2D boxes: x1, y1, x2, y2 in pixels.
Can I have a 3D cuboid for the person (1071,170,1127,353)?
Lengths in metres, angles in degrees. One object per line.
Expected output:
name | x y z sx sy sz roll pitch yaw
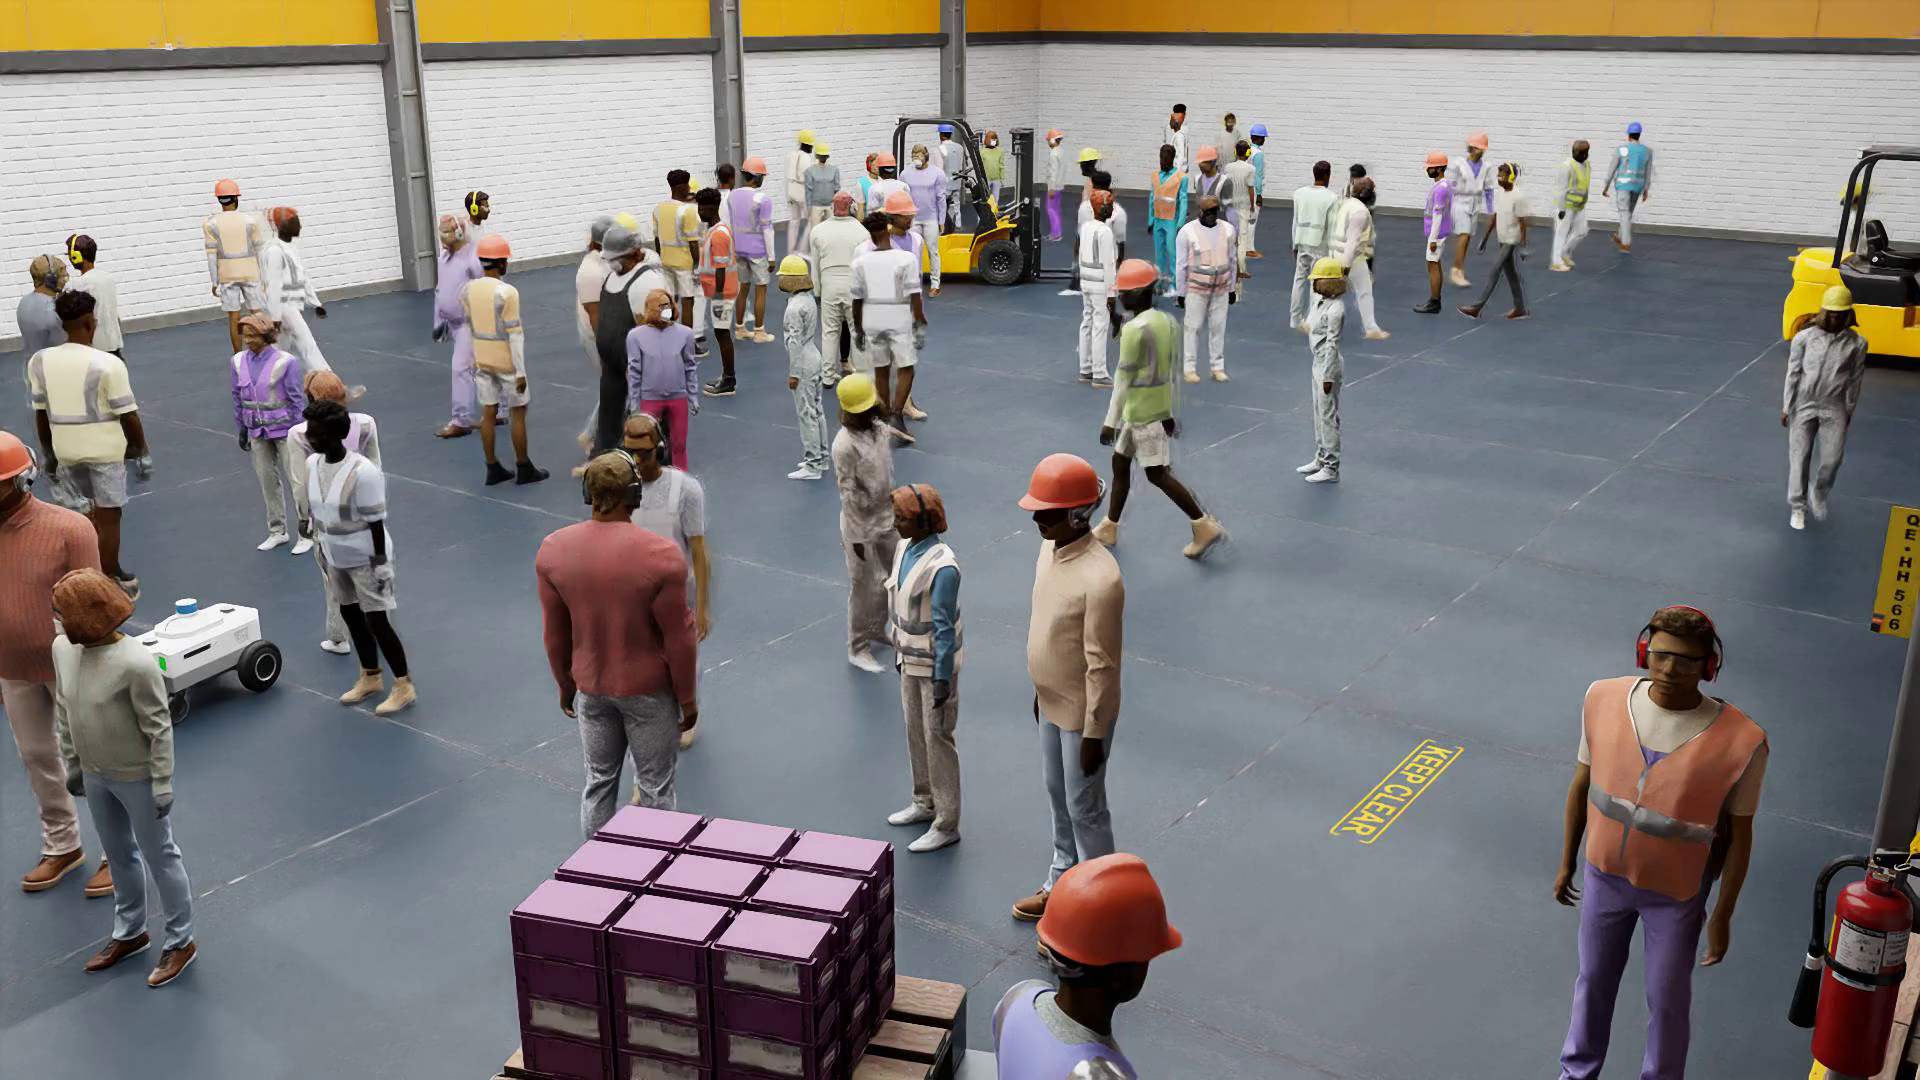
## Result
person | 1.536 -2.986 17.764 0.754 1.937 0.622 -16 24 -41

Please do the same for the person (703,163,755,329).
person | -2.744 -3.371 19.095 0.587 1.871 1.011 10 20 28

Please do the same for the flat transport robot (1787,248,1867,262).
flat transport robot | 12.704 -4.048 23.780 1.431 0.197 0.652 -1 18 -4

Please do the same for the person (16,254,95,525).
person | -6.321 -1.040 11.699 0.634 1.930 0.384 14 23 38

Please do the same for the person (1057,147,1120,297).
person | 1.771 -4.018 21.098 0.964 1.881 0.590 0 18 1

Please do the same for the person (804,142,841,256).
person | -1.928 -4.712 23.455 0.526 1.762 0.326 -7 19 -21

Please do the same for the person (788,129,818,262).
person | -2.260 -4.948 23.967 0.451 1.891 0.693 -9 20 -25

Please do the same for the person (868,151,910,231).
person | -0.862 -3.649 19.850 0.544 1.930 0.387 -10 20 -28

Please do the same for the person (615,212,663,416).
person | -2.926 -1.990 14.812 0.590 1.837 0.403 -9 20 -26

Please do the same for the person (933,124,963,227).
person | -0.197 -5.322 25.052 0.389 1.949 0.603 15 23 38

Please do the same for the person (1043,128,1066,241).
person | 1.481 -5.608 26.274 0.340 1.752 0.570 5 18 15

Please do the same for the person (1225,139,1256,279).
person | 3.803 -4.482 22.574 0.334 1.860 0.509 -17 24 -42

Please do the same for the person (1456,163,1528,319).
person | 6.302 -3.479 19.495 0.983 1.810 0.533 -2 18 -7

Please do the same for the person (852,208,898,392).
person | -0.692 -2.156 15.362 0.606 1.818 0.403 -7 19 -21

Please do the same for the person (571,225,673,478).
person | -2.583 -1.423 12.708 0.686 2.000 0.894 17 24 42

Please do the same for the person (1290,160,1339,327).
person | 4.025 -3.342 18.932 0.400 1.912 0.595 -17 24 -42

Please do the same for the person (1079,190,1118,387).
person | 1.346 -2.427 16.105 0.356 1.883 0.573 -8 19 -23

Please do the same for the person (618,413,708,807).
person | -1.422 0.260 7.829 0.511 1.808 0.924 -1 18 -2

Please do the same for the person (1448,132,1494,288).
person | 6.717 -4.300 21.761 0.619 2.006 0.878 -5 18 -16

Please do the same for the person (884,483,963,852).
person | -0.147 0.540 7.233 0.311 1.631 0.526 -8 19 -24

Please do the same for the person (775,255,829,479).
person | -1.244 -1.346 12.969 0.366 1.736 0.488 3 18 9

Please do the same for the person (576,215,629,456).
person | -2.767 -1.612 13.298 0.559 2.000 0.754 2 18 6

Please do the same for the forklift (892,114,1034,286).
forklift | -0.171 -4.594 22.377 2.313 2.155 1.214 1 18 3

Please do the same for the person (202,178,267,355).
person | -7.243 -2.642 16.694 0.545 1.933 0.376 -8 19 -24

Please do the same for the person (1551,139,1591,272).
person | 8.505 -4.647 23.136 0.645 1.824 0.435 -12 21 -33

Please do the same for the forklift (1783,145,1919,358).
forklift | 9.803 -2.879 17.013 2.313 2.155 1.214 12 21 33

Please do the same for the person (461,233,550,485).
person | -3.500 -1.370 12.718 0.547 1.937 0.403 9 20 25

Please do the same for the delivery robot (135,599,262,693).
delivery robot | -4.055 0.552 8.781 0.477 0.478 0.707 7 19 21

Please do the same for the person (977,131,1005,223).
person | 0.506 -5.930 27.483 0.497 1.626 0.287 -8 20 -25

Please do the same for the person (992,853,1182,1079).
person | 0.271 1.560 3.566 0.386 1.929 0.543 -7 19 -20

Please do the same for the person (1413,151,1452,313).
person | 5.693 -3.695 20.003 0.388 1.929 0.547 6 19 19

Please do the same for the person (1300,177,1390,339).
person | 4.289 -3.110 18.397 0.969 1.796 0.643 -1 18 -4

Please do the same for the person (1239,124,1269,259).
person | 4.307 -5.118 24.435 0.415 1.939 0.604 -3 18 -9
